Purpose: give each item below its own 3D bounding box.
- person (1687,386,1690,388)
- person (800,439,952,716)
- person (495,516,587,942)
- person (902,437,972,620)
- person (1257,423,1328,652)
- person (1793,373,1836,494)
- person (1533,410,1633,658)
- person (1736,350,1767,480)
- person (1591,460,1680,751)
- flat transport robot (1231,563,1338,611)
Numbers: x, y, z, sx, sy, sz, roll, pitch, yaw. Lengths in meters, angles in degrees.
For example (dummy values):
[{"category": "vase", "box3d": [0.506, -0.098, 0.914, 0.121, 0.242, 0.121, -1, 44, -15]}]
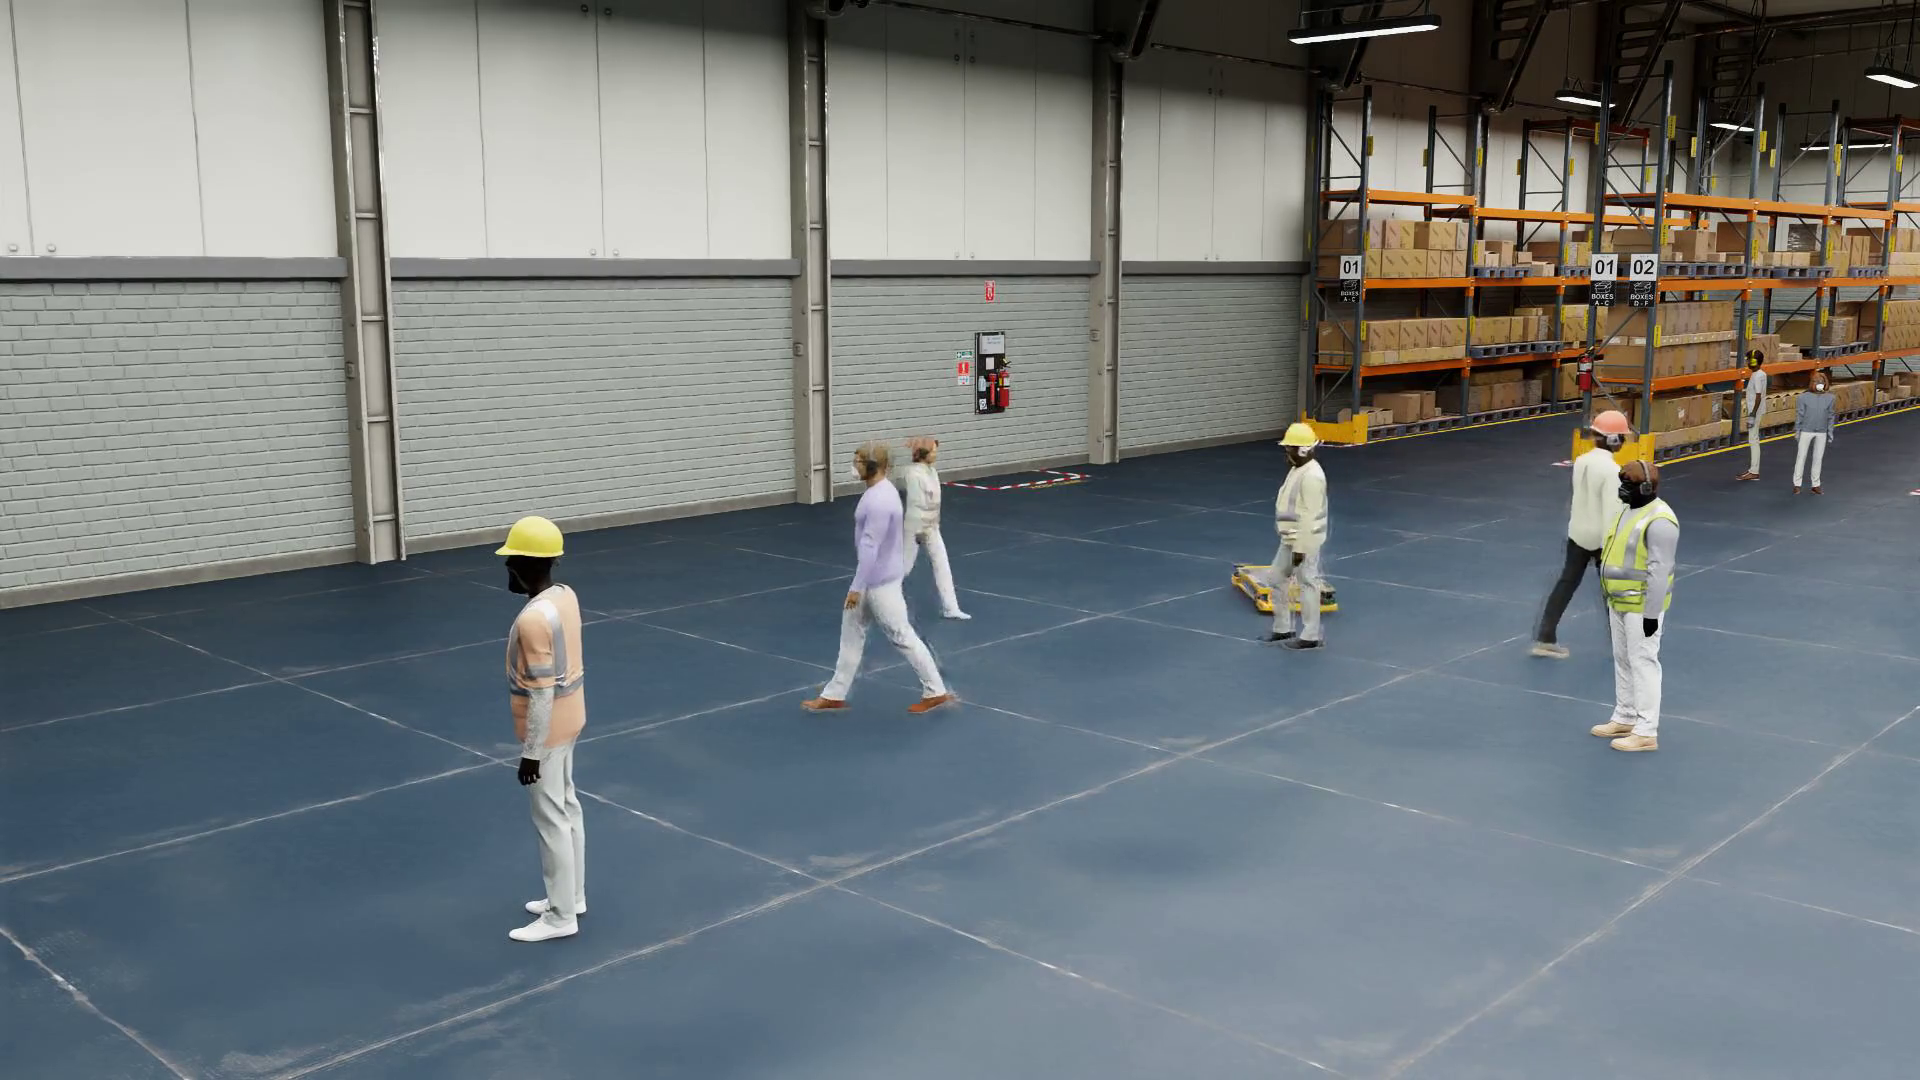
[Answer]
[{"category": "person", "box3d": [13.190, -2.795, 30.630, 0.266, 1.631, 0.507, -9, 13, -43]}, {"category": "person", "box3d": [-0.540, 0.265, 11.202, 1.014, 1.897, 0.630, -1, 9, -9]}, {"category": "person", "box3d": [-1.880, 0.846, 7.527, 0.352, 1.929, 0.594, 0, 9, -1]}, {"category": "person", "box3d": [-0.366, -0.102, 14.334, 0.874, 1.596, 0.528, 4, 10, 23]}, {"category": "person", "box3d": [2.578, -0.011, 13.090, 0.610, 1.814, 0.620, 0, 9, -1]}, {"category": "person", "box3d": [11.441, -1.426, 22.279, 0.498, 1.634, 0.279, 1, 9, 8]}, {"category": "person", "box3d": [4.929, -0.031, 12.856, 1.020, 1.947, 0.621, -2, 10, -13]}, {"category": "person", "box3d": [11.322, -1.781, 23.750, 0.328, 1.865, 0.521, 5, 11, 28]}, {"category": "person", "box3d": [4.267, 0.404, 10.526, 0.429, 1.835, 0.630, 0, 9, -1]}, {"category": "flat transport robot", "box3d": [2.939, 0.421, 15.166, 0.652, 0.197, 1.431, 0, 9, -2]}]
